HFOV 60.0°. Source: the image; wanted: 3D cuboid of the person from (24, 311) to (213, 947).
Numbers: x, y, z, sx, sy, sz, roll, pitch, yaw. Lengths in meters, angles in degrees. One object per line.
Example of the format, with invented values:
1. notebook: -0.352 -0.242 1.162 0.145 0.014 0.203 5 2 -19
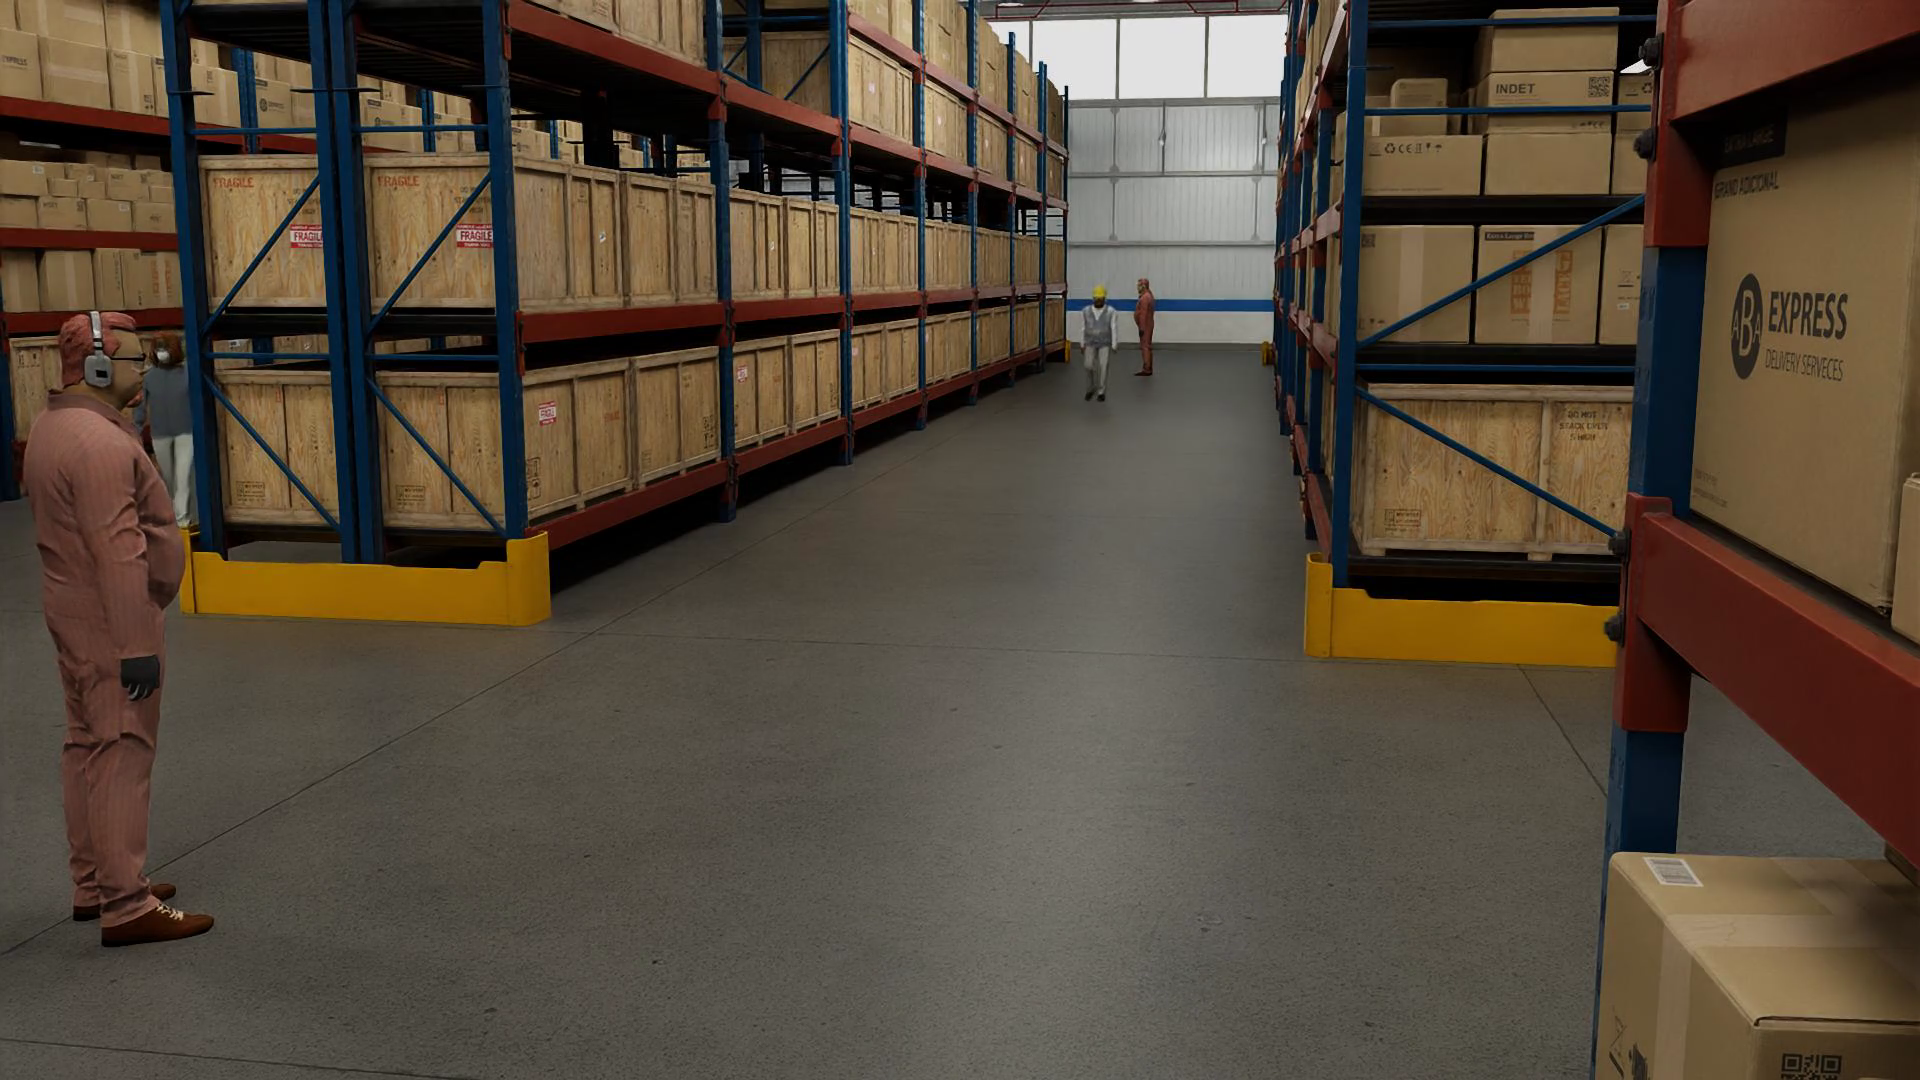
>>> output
1. person: -2.560 0.264 5.066 0.402 1.906 0.652 -8 12 -40

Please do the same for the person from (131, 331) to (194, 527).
1. person: -5.945 -0.783 12.553 0.516 1.587 0.864 -2 9 -13

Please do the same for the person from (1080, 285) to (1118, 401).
1. person: 2.153 -3.057 25.954 0.606 1.806 0.519 2 9 15

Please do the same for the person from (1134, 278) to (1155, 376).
1. person: 3.597 -4.157 32.537 0.397 1.900 0.635 2 9 12
